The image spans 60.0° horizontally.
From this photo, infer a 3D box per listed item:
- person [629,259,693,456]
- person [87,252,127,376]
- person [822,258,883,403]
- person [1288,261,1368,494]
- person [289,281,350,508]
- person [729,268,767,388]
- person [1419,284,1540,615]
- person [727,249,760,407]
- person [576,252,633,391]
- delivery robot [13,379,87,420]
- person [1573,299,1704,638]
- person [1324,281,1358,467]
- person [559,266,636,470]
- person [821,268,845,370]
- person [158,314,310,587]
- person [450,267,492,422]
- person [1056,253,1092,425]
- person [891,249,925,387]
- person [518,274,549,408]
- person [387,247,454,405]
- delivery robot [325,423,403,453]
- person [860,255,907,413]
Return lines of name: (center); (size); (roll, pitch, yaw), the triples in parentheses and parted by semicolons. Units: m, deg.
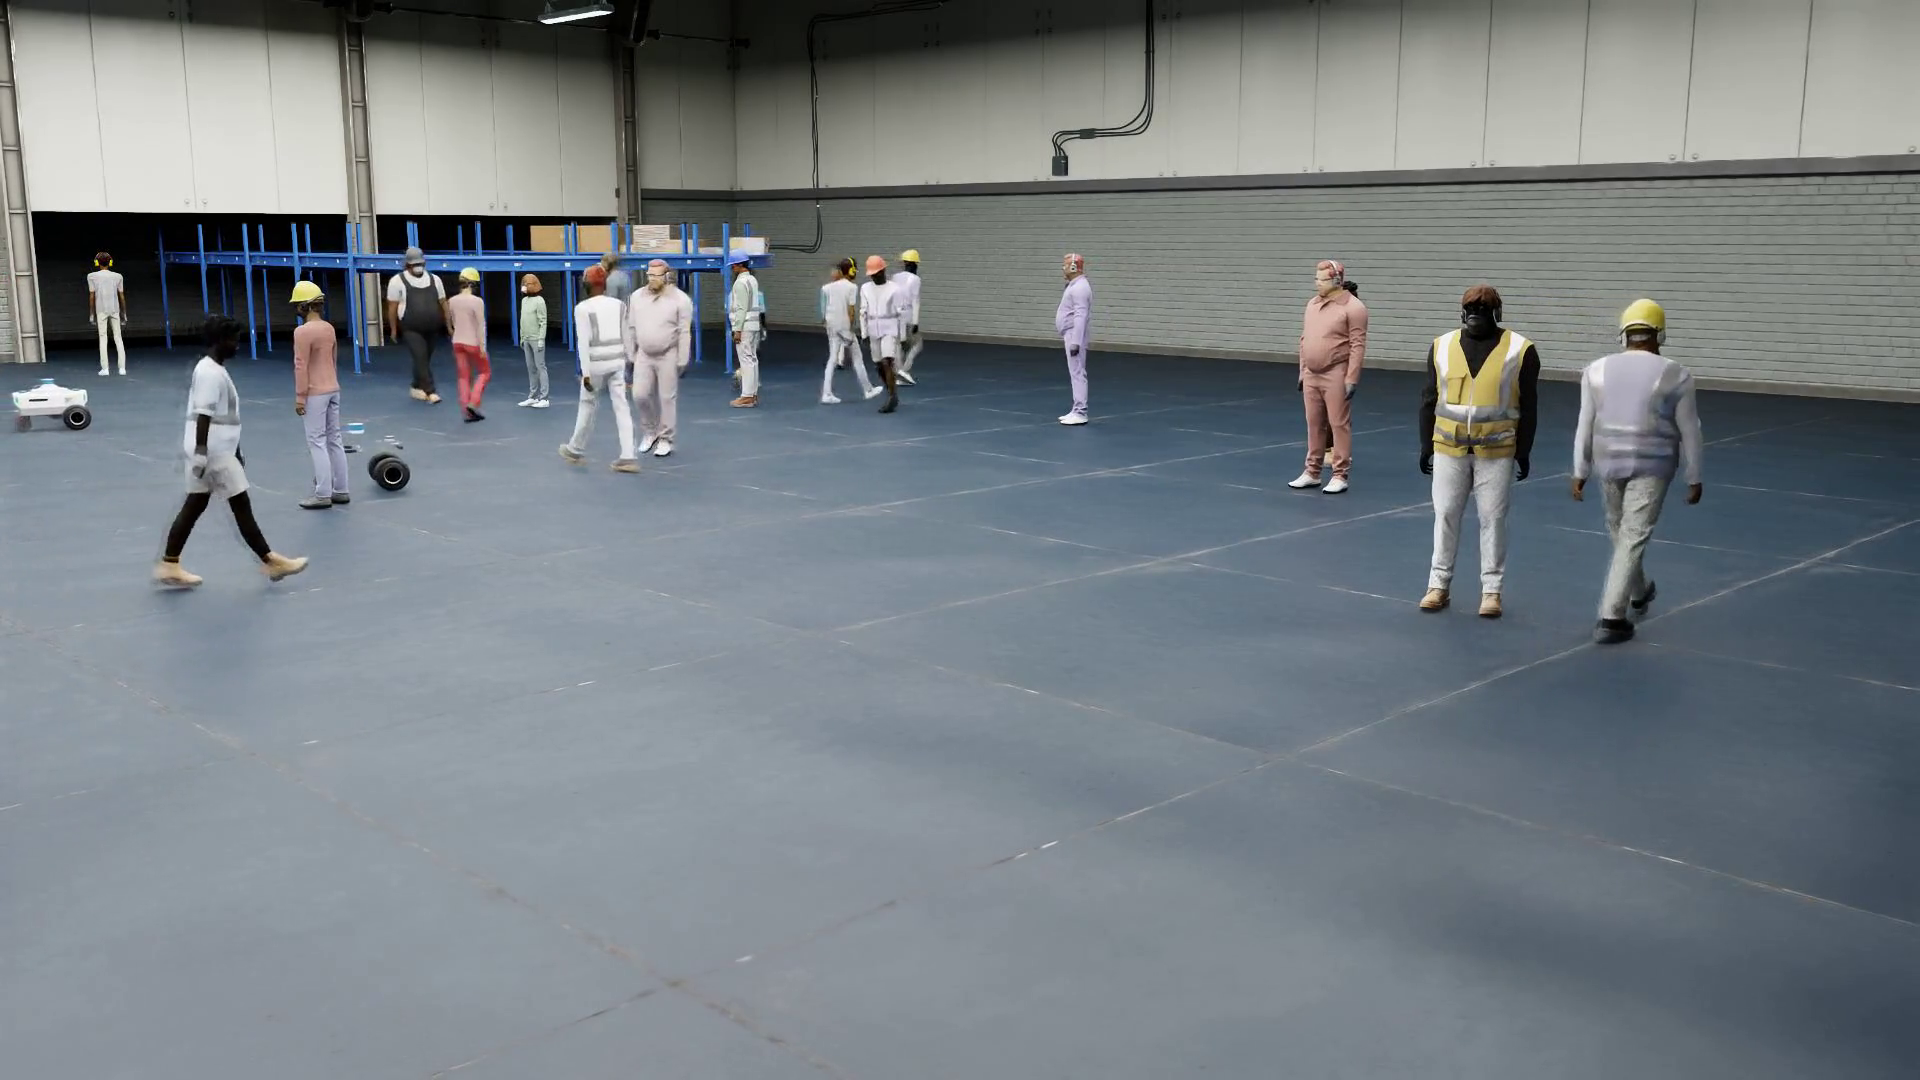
person: (-2.886, -1.743, 15.954); (0.657, 1.883, 0.440); (2, 11, 10)
person: (-12.948, -3.436, 25.263); (0.514, 1.865, 0.313); (-8, 13, -38)
person: (-1.431, -2.672, 21.197); (0.521, 1.819, 0.955); (9, 14, 40)
person: (3.030, -1.347, 13.760); (0.406, 1.902, 0.636); (-7, 13, -34)
person: (-5.037, -1.136, 13.002); (0.335, 1.757, 0.517); (1, 10, 7)
person: (-2.939, -2.885, 22.785); (0.544, 1.668, 0.752); (4, 11, 22)
person: (2.879, -0.503, 9.313); (0.634, 1.842, 0.429); (5, 12, 27)
person: (-2.680, -2.629, 20.636); (0.395, 1.941, 0.601); (1, 10, 6)
person: (-4.746, -2.969, 22.674); (1.022, 1.875, 0.640); (-1, 10, -3)
delivery robot: (-9.997, -1.529, 18.278); (0.707, 0.478, 0.477); (-6, 12, -30)
person: (3.662, -0.396, 8.932); (0.623, 1.766, 0.975); (9, 14, 42)
person: (3.501, -1.521, 15.260); (0.316, 1.695, 0.541); (3, 11, 16)
person: (-3.286, -1.564, 15.122); (0.987, 1.825, 0.572); (10, 15, 44)
person: (-1.955, -3.531, 26.499); (0.531, 1.599, 0.855); (0, 10, -2)
person: (-4.462, -0.536, 10.022); (0.874, 1.629, 0.576); (-5, 11, -23)
person: (-5.575, -2.225, 18.961); (0.533, 1.748, 0.368); (5, 11, 25)
person: (1.273, -2.255, 18.694); (0.402, 1.906, 0.652); (0, 10, 3)
person: (-0.734, -3.114, 23.373); (0.422, 1.913, 0.603); (-10, 14, -44)
person: (-5.278, -2.459, 20.550); (0.500, 1.632, 0.280); (10, 14, 43)
person: (-6.853, -2.742, 21.094); (0.702, 2.000, 0.996); (-10, 14, -44)
delivery robot: (-5.051, -0.864, 13.944); (0.698, 0.223, 0.335); (-5, 12, -26)
person: (-0.902, -2.520, 20.244); (0.550, 1.885, 0.833); (4, 11, 22)
